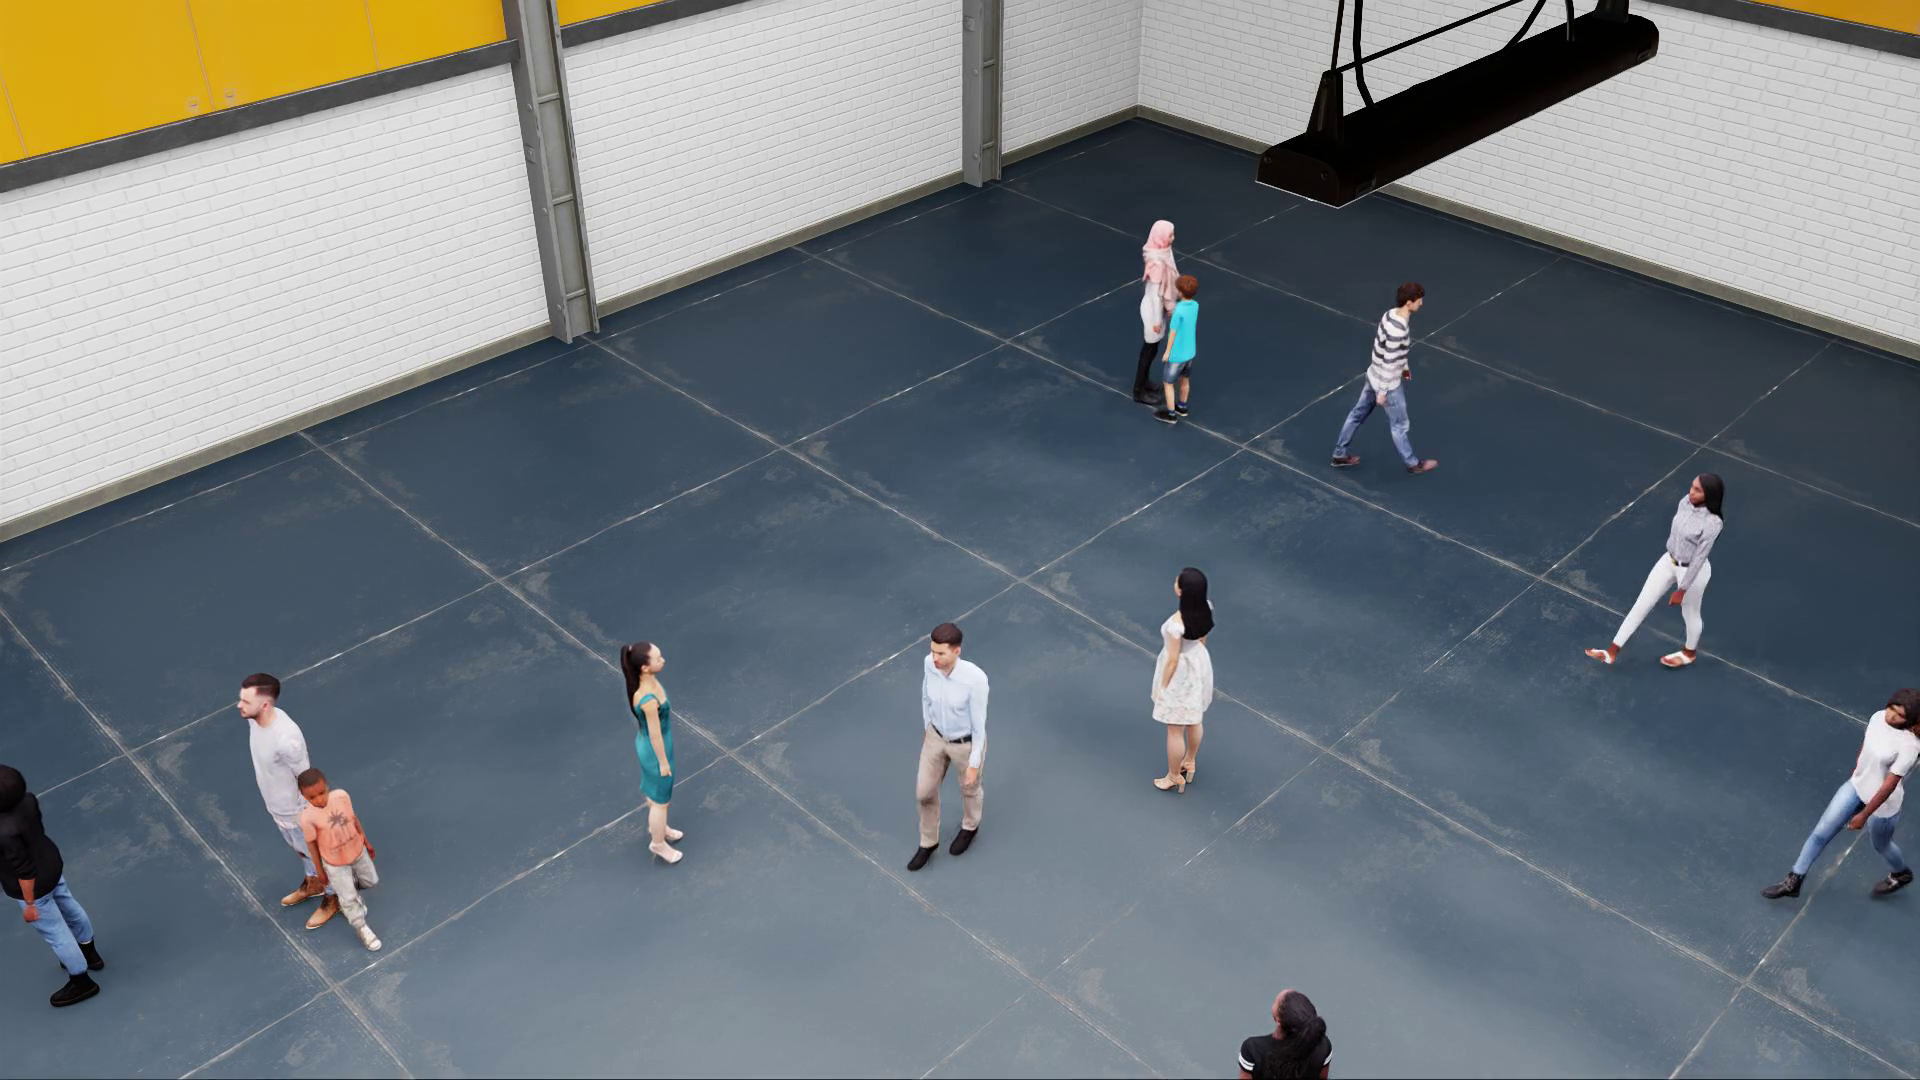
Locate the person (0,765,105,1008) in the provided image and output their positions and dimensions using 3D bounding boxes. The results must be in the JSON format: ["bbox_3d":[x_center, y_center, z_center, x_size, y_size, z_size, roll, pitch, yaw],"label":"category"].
[{"bbox_3d":[-5.255,1.946,9.499,0.696,1.702,0.663,-6,34,-9],"label":"person"}]

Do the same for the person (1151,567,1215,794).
[{"bbox_3d":[1.471,0.926,10.968,0.550,1.774,0.689,-28,43,-36],"label":"person"}]

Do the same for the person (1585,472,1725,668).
[{"bbox_3d":[5.317,0.257,12.056,1.203,1.684,1.012,-7,34,-10],"label":"person"}]

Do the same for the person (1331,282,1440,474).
[{"bbox_3d":[3.575,-1.366,14.391,1.197,1.801,1.179,1,34,1],"label":"person"}]

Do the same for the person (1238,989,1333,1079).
[{"bbox_3d":[1.545,2.820,8.163,0.702,1.725,0.777,-3,34,-5],"label":"person"}]

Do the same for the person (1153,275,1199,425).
[{"bbox_3d":[2.039,-1.748,15.282,0.630,1.451,0.491,25,41,32],"label":"person"}]

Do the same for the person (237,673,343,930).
[{"bbox_3d":[-4.024,1.539,9.986,0.668,1.840,0.540,28,43,36],"label":"person"}]

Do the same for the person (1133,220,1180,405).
[{"bbox_3d":[1.807,-2.132,15.546,0.782,1.800,0.692,6,34,8],"label":"person"}]

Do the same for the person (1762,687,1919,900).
[{"bbox_3d":[5.602,1.586,10.062,1.232,1.677,1.045,-4,34,-6],"label":"person"}]

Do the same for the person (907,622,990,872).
[{"bbox_3d":[0.021,1.222,10.483,0.796,1.817,0.920,16,37,22],"label":"person"}]

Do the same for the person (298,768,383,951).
[{"bbox_3d":[-3.740,1.860,9.988,0.573,1.303,0.633,24,40,31],"label":"person"}]

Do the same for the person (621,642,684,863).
[{"bbox_3d":[-1.916,1.319,10.456,0.616,1.686,0.603,-9,35,-13],"label":"person"}]
